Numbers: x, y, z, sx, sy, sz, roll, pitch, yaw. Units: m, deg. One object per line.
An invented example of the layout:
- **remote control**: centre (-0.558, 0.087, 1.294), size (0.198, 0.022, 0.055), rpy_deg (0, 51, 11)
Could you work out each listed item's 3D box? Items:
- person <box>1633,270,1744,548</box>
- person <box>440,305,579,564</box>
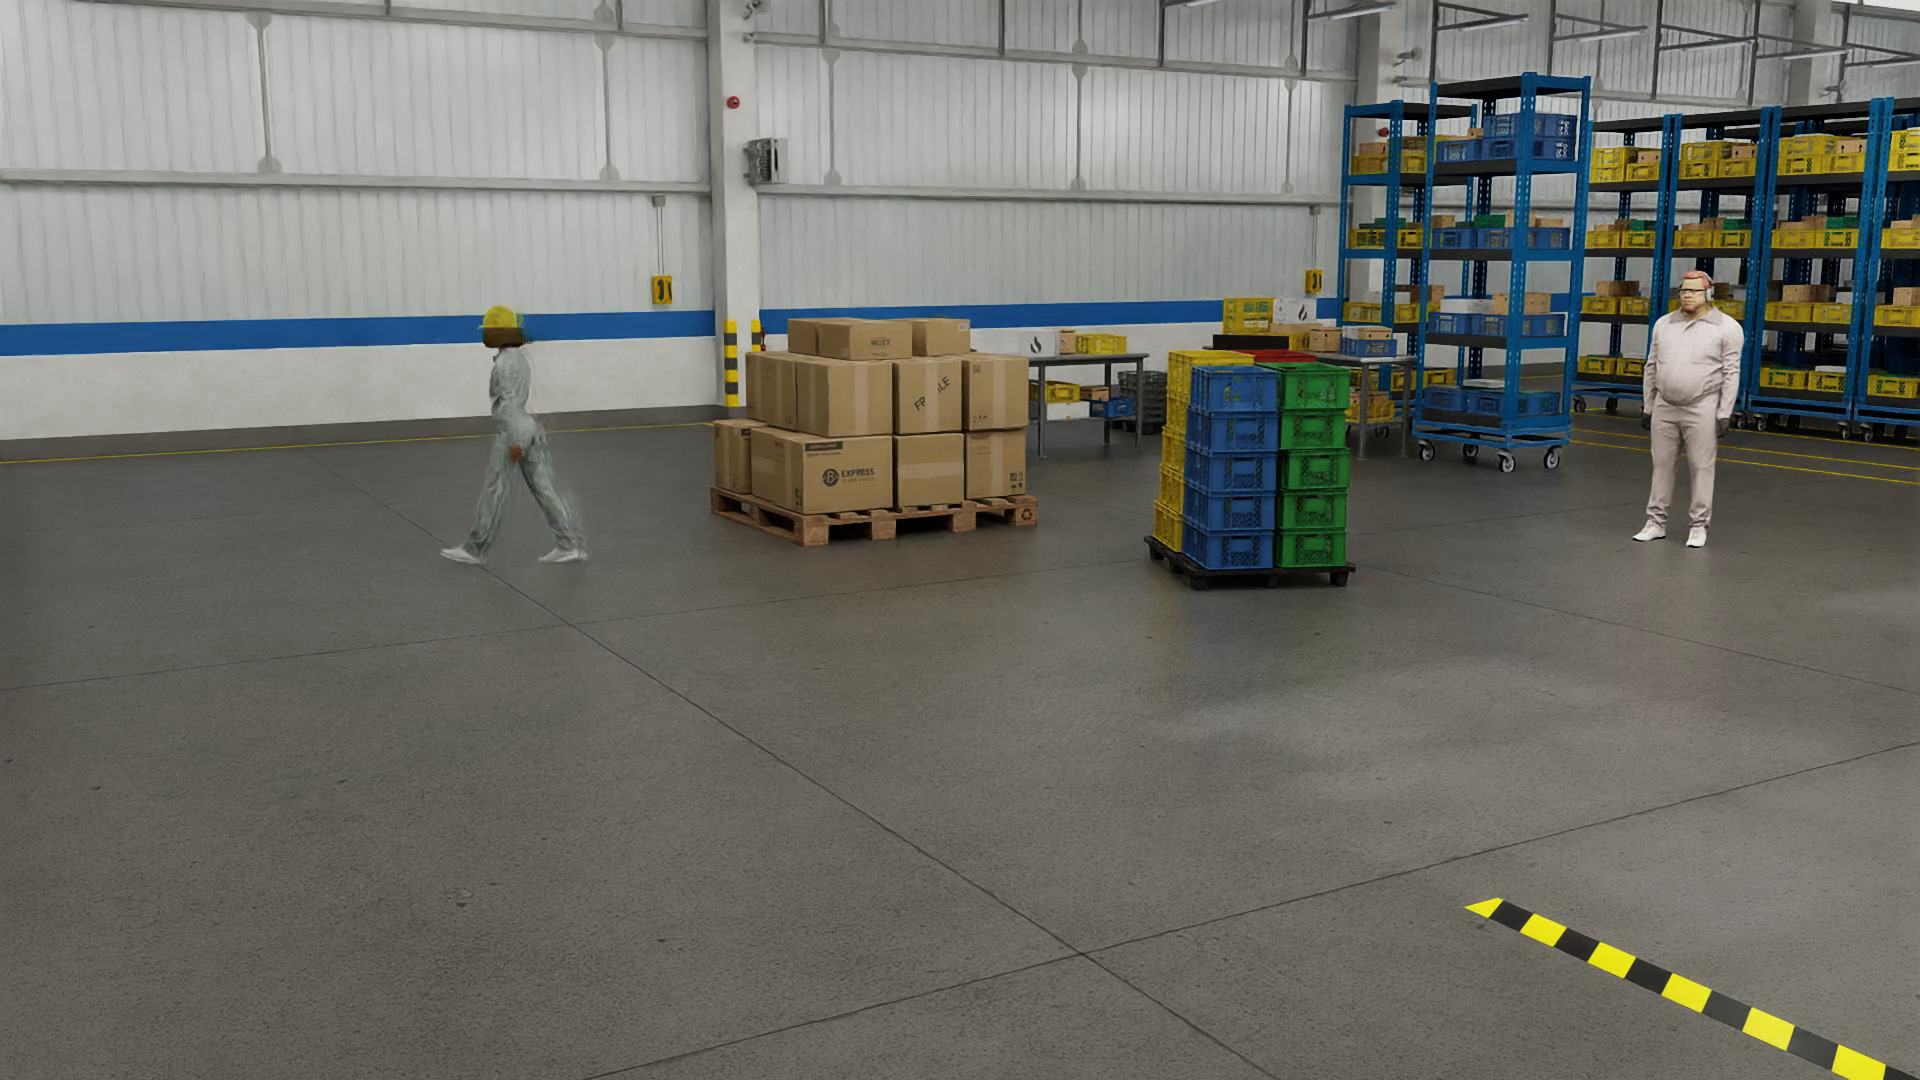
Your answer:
- **person**: centre (5.042, -0.905, 11.554), size (0.406, 1.911, 0.639), rpy_deg (-10, 14, -44)
- **person**: centre (-2.936, -0.677, 10.848), size (0.902, 1.692, 0.501), rpy_deg (0, 10, 3)
